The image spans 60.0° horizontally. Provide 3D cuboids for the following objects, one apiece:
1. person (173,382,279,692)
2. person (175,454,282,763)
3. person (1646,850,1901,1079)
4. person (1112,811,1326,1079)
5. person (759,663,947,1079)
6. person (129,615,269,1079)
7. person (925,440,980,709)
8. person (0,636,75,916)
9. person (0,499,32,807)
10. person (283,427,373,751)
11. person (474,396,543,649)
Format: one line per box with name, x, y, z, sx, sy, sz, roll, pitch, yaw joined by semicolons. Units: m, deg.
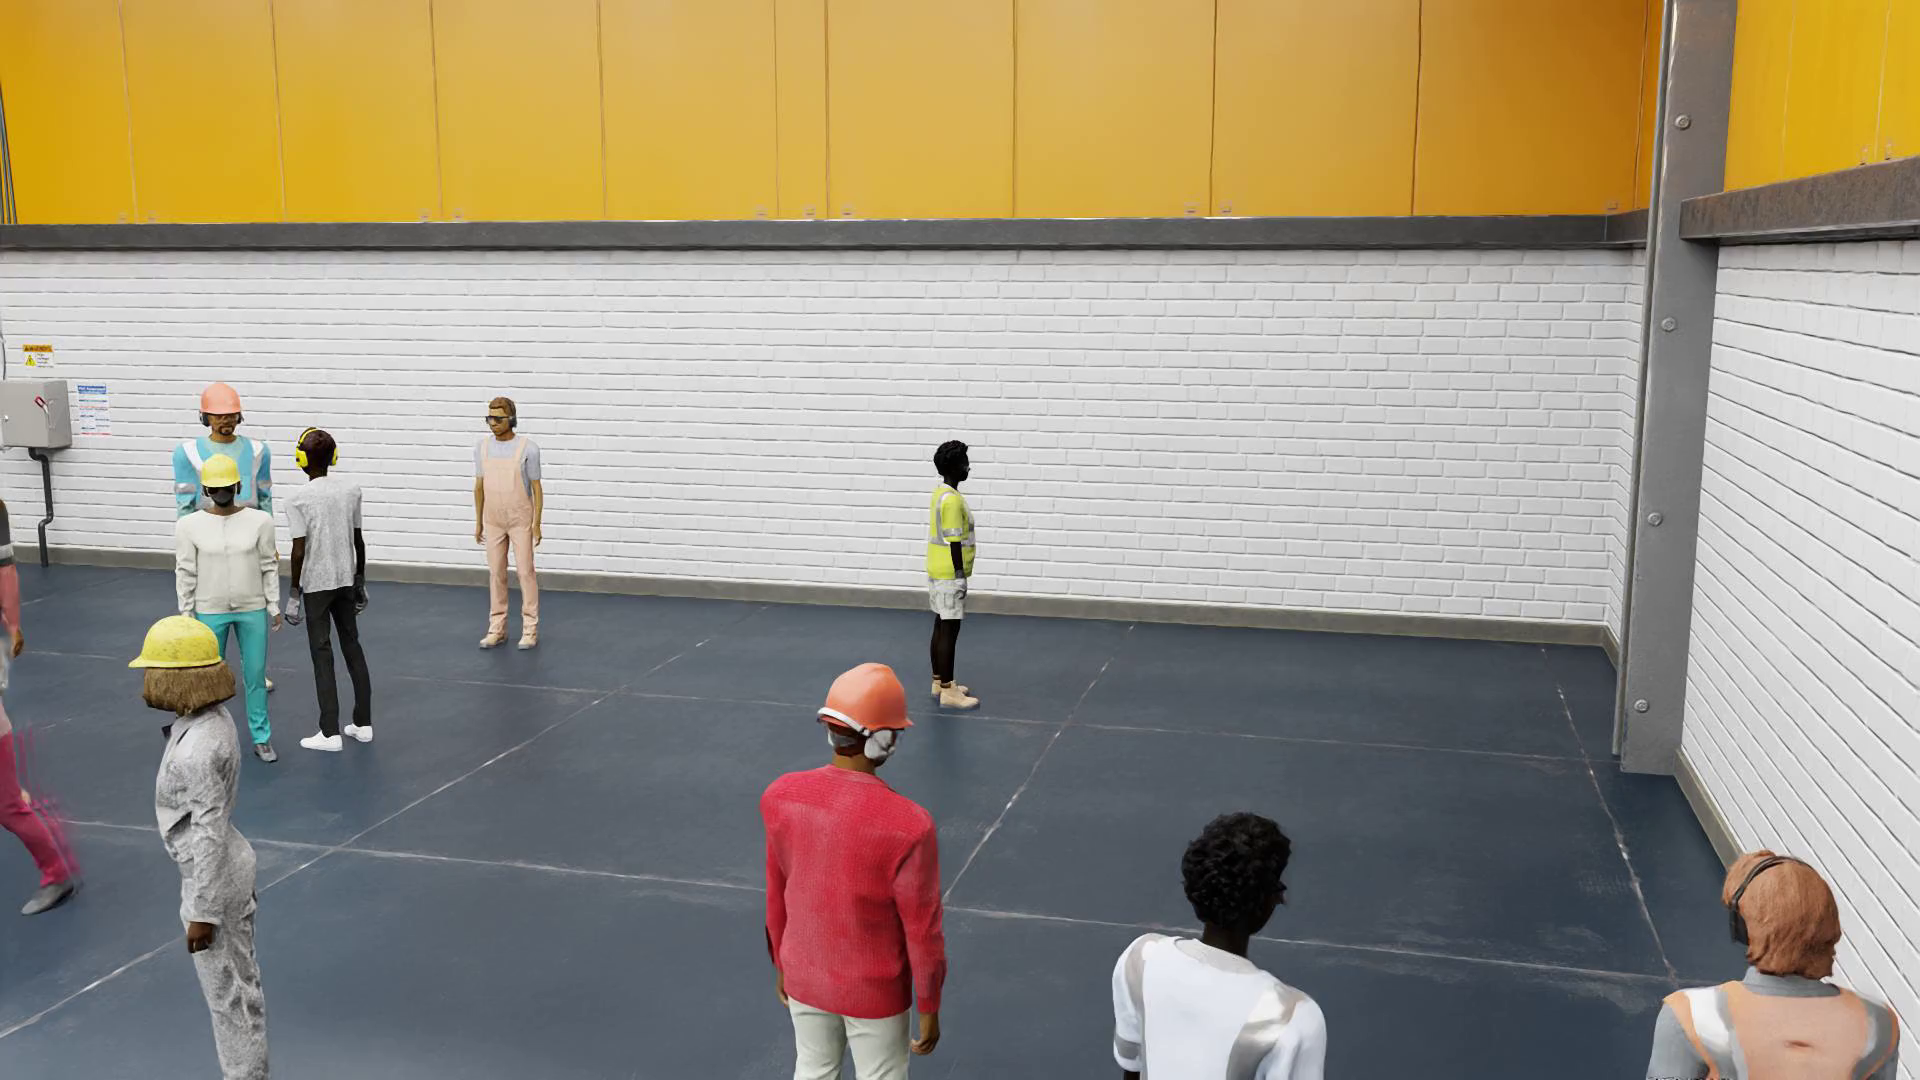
person;-4.709;0.005;10.735;0.608;2.045;0.391;-9;13;-41
person;-4.047;0.398;9.239;0.533;1.767;0.326;-5;11;-29
person;1.652;1.450;3.451;0.527;1.627;0.313;0;10;-3
person;0.542;1.404;3.543;0.319;1.691;0.540;-9;13;-43
person;-0.279;1.196;4.618;0.575;1.740;0.349;6;11;30
person;-2.374;1.091;5.219;0.312;1.744;0.487;-4;10;-20
person;-0.053;0.211;10.540;0.318;1.697;0.535;-2;10;-11
person;-4.155;0.821;6.954;0.537;1.742;0.851;4;11;24
person;-5.025;0.420;8.315;0.605;2.036;0.393;-4;10;-20
person;-3.657;0.285;9.601;0.315;1.869;0.526;7;12;34
person;-3.271;-0.120;12.054;0.507;1.845;0.339;2;10;10
